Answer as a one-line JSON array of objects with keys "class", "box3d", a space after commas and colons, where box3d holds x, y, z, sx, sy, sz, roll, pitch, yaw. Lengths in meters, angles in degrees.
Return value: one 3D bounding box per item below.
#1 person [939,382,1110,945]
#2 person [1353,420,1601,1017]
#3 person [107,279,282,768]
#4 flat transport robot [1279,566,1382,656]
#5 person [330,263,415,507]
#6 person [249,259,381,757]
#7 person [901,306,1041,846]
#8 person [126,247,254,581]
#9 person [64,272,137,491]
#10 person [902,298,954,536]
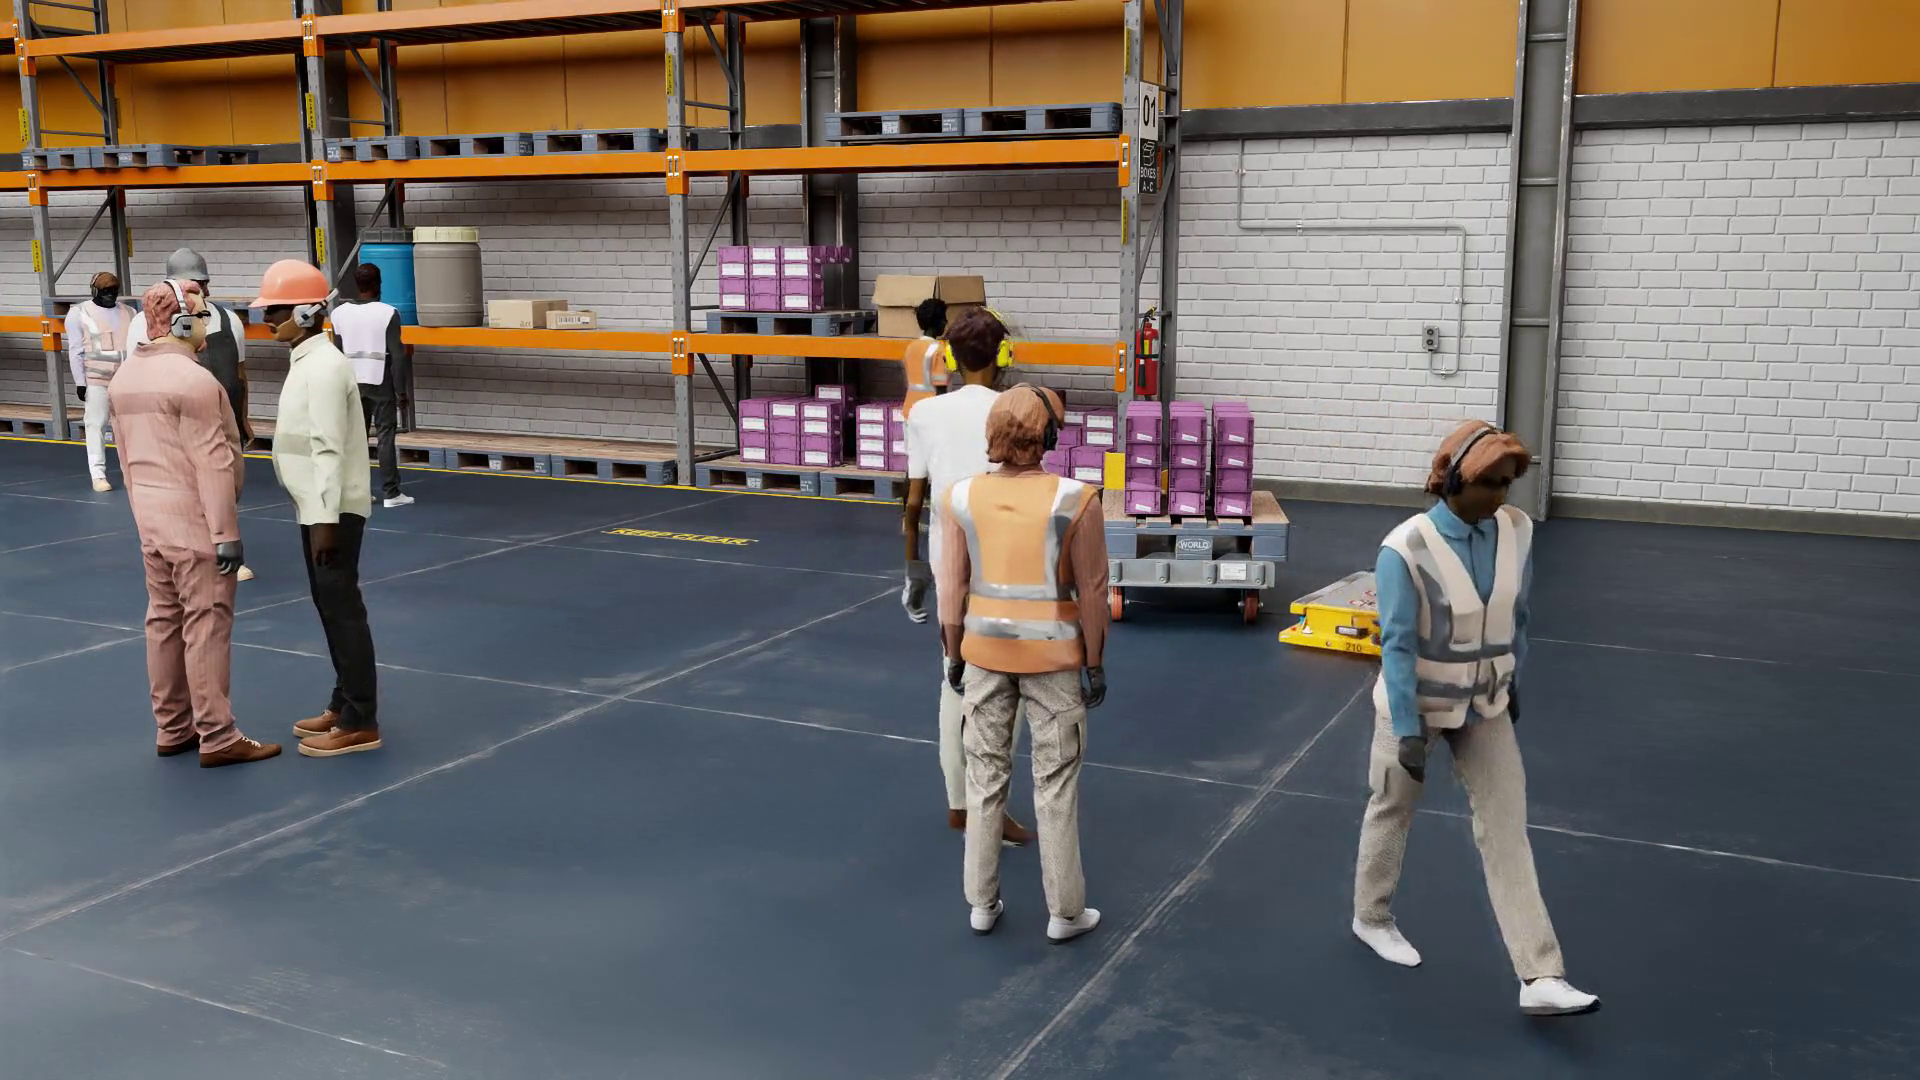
[{"class": "person", "box3d": [0.186, 0.366, 4.859, 0.513, 1.642, 0.313, 4, 11, 21]}, {"class": "person", "box3d": [1.350, 0.468, 4.423, 0.567, 1.578, 0.878, -4, 11, -22]}, {"class": "person", "box3d": [-3.017, -0.061, 6.547, 0.638, 1.909, 0.408, 7, 12, 35]}, {"class": "flat transport robot", "box3d": [2.272, 0.362, 8.800, 0.652, 0.197, 1.431, 6, 12, 33]}, {"class": "person", "box3d": [-4.641, -1.210, 13.092, 0.590, 1.918, 0.391, 2, 10, 12]}, {"class": "person", "box3d": [-2.588, -0.125, 6.706, 0.405, 1.987, 0.608, -6, 11, -29]}, {"class": "person", "box3d": [0.051, 0.135, 5.695, 0.571, 1.840, 0.509, 4, 11, 21]}, {"class": "person", "box3d": [-4.564, -0.731, 9.996, 0.535, 2.000, 0.685, 9, 14, 43]}, {"class": "person", "box3d": [-7.176, -1.337, 14.064, 0.429, 1.836, 0.622, 7, 12, 35]}, {"class": "person", "box3d": [-0.160, -0.865, 11.784, 0.558, 1.684, 0.571, -6, 12, -33]}]
